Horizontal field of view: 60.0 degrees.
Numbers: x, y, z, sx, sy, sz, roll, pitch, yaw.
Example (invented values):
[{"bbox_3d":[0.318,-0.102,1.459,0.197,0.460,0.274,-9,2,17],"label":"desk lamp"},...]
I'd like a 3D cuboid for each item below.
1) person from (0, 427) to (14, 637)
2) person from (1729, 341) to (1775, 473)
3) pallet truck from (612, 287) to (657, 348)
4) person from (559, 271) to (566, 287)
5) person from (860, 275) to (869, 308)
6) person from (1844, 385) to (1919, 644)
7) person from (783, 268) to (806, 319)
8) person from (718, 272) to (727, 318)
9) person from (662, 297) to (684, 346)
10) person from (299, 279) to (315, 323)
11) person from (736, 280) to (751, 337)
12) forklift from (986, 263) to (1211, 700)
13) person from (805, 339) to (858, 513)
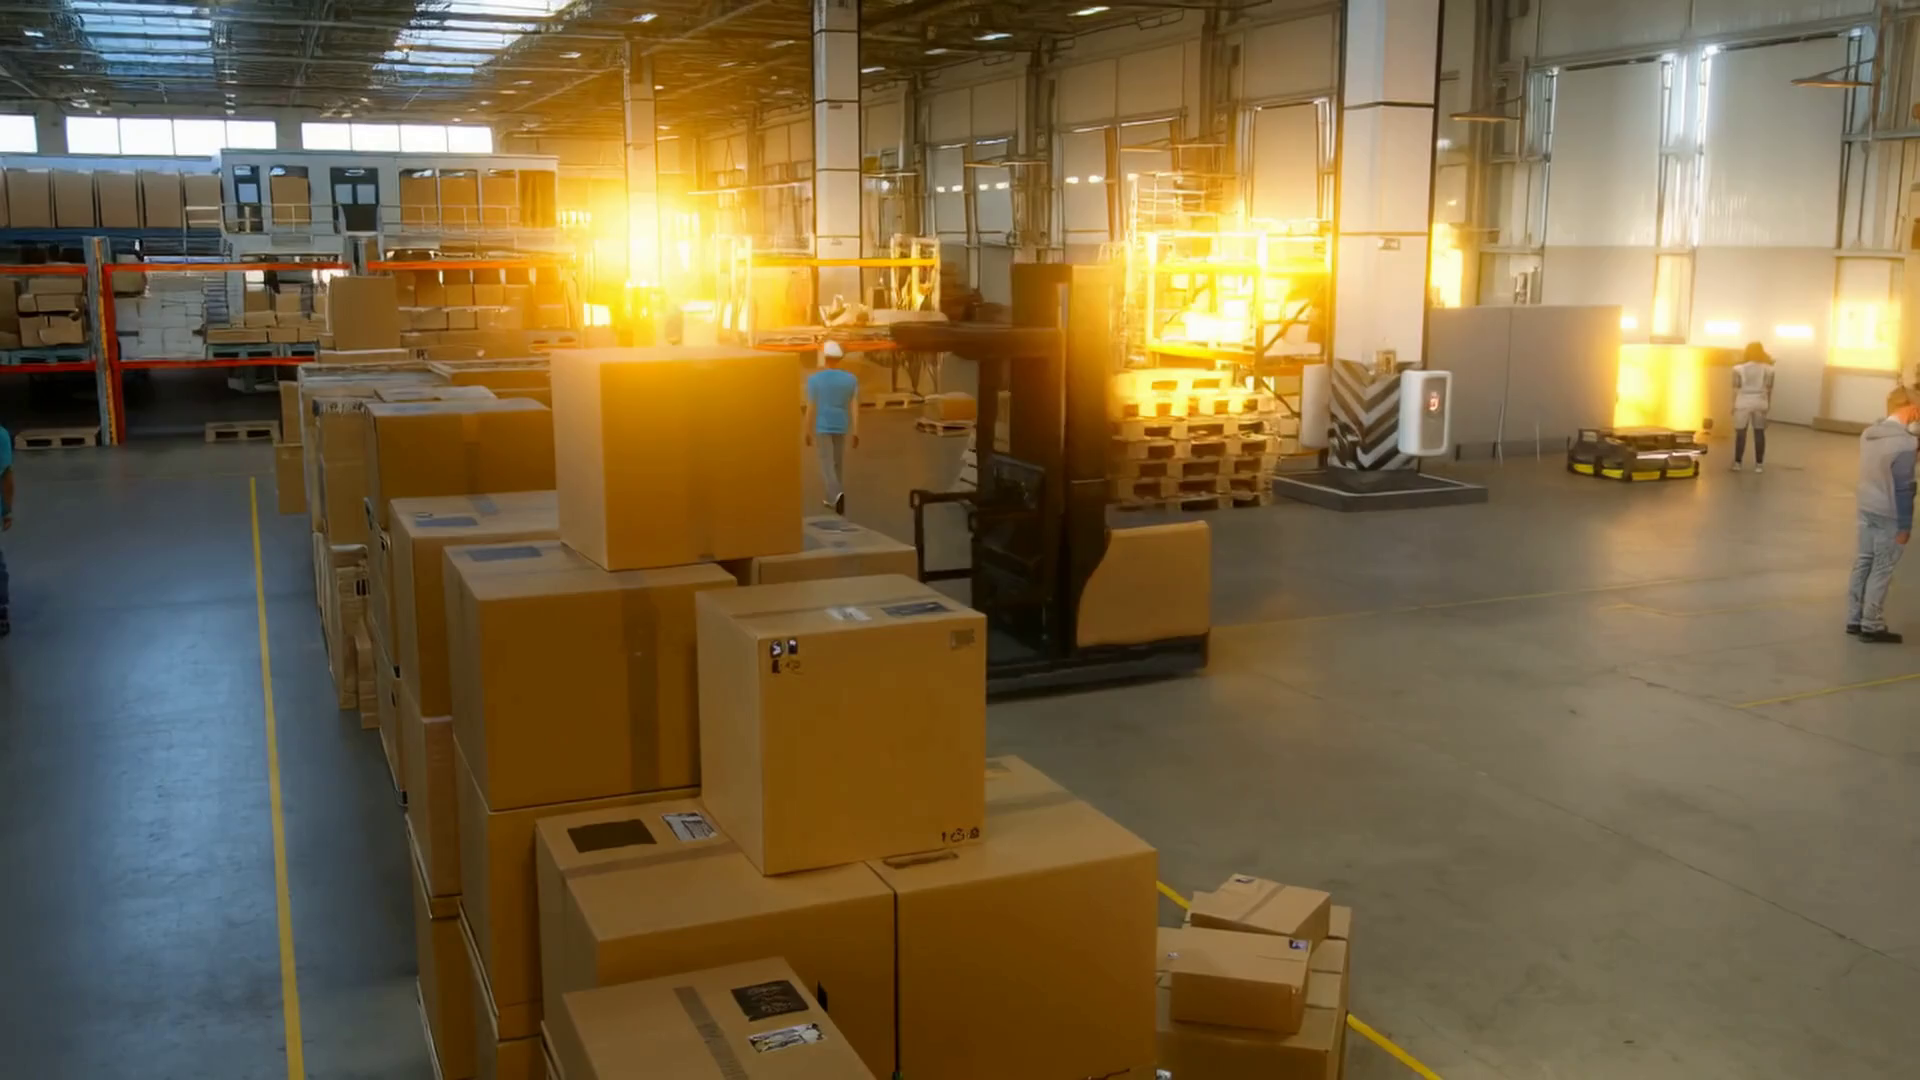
[{"bbox_3d":[-7.444,-0.220,12.497,0.632,1.940,0.372,-3,11,-17],"label":"person"},{"bbox_3d":[10.154,-1.704,21.355,0.531,1.692,0.320,2,10,10],"label":"person"},{"bbox_3d":[-6.464,-4.406,35.401,0.823,1.965,1.885,6,12,32],"label":"pallet truck"},{"bbox_3d":[-13.734,-8.302,57.247,0.590,1.872,0.374,7,12,33],"label":"person"},{"bbox_3d":[-3.371,-7.944,55.476,0.641,1.798,0.950,0,10,1],"label":"person"},{"bbox_3d":[6.866,-0.184,12.339,0.381,1.928,0.635,0,10,1],"label":"person"},{"bbox_3d":[-6.156,-9.197,62.092,0.990,1.901,0.625,4,11,21],"label":"person"},{"bbox_3d":[-8.884,-9.163,62.365,0.417,1.734,0.496,2,11,13],"label":"person"},{"bbox_3d":[-5.877,-4.145,34.523,0.934,1.808,0.614,-8,13,-38],"label":"person"},{"bbox_3d":[-17.038,-5.832,43.427,0.371,1.940,0.630,-10,14,-43],"label":"person"},{"bbox_3d":[-5.704,-5.847,43.573,0.419,1.922,0.553,5,11,25],"label":"person"},{"bbox_3d":[0.683,-0.472,11.285,1.873,2.768,1.129,-4,11,-23],"label":"forklift"},{"bbox_3d":[-1.391,-1.246,18.248,0.595,1.905,0.804,-4,11,-22],"label":"person"}]
